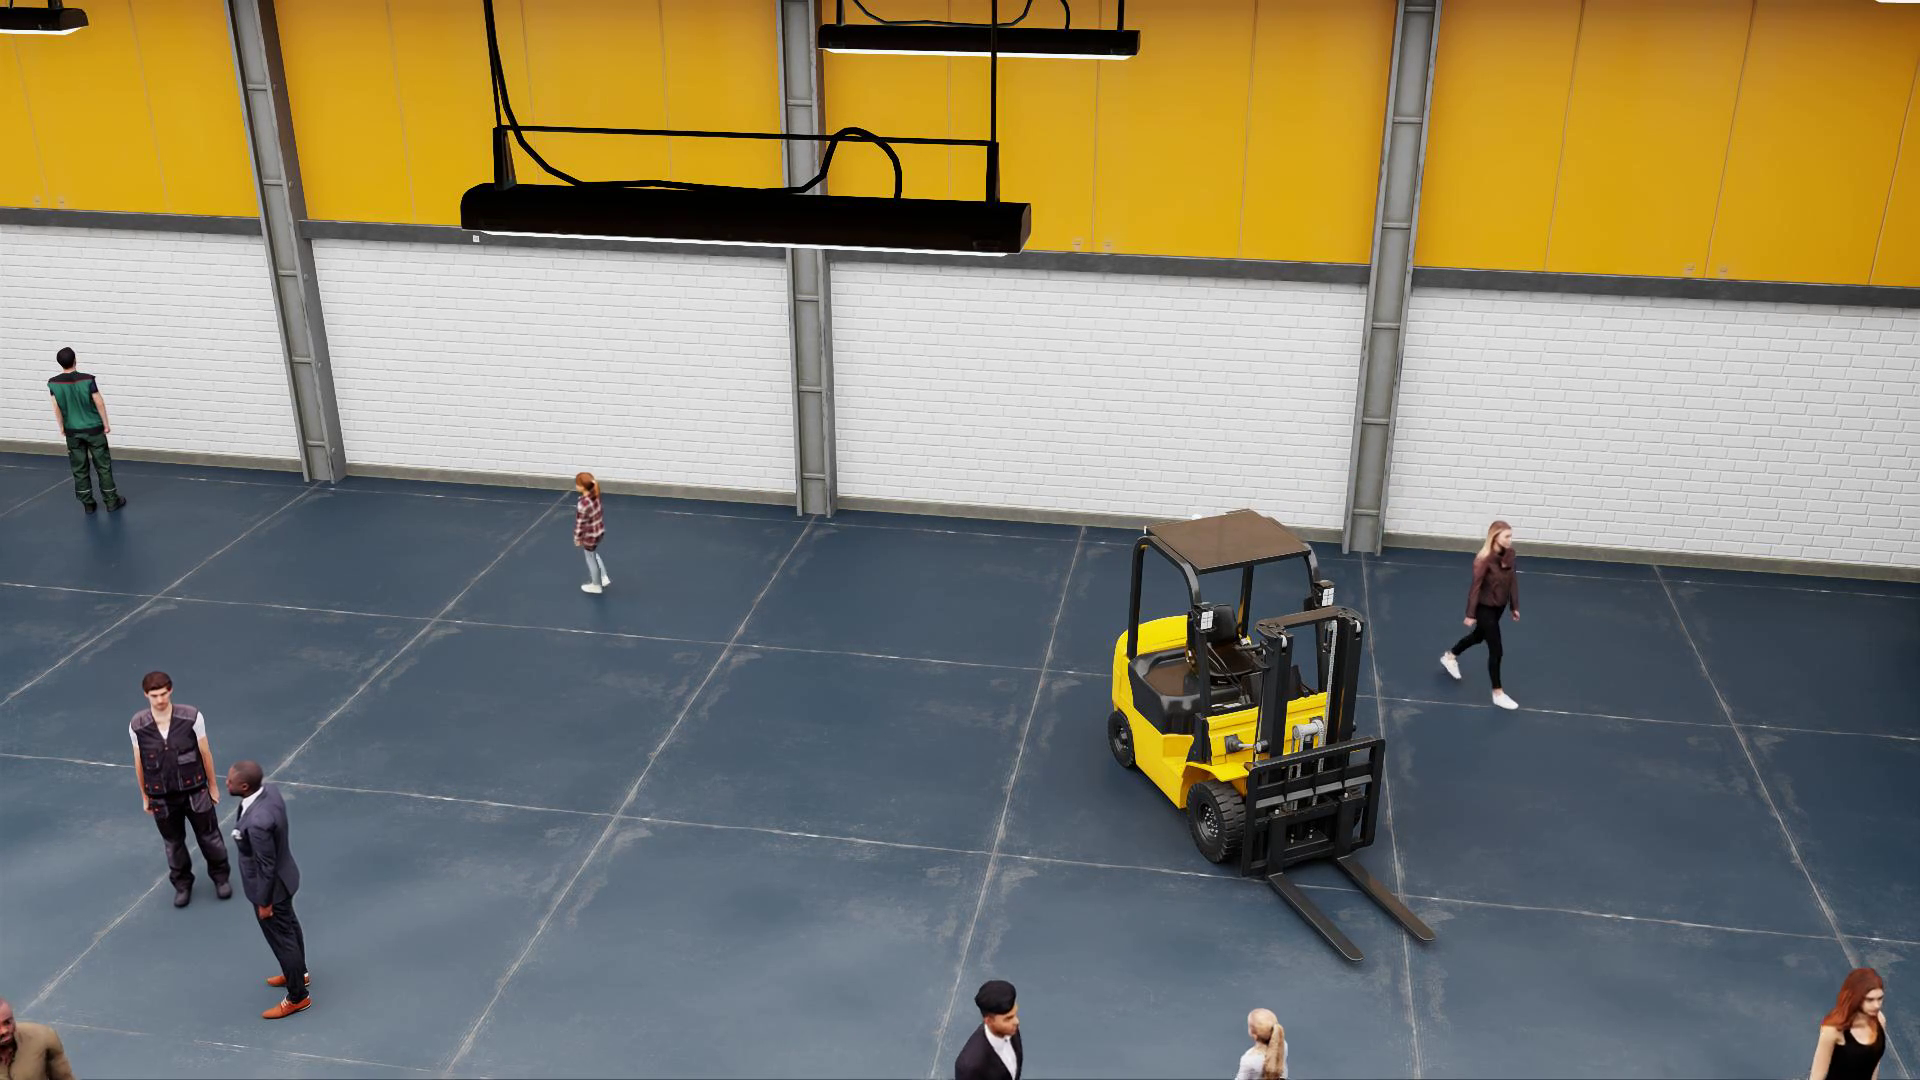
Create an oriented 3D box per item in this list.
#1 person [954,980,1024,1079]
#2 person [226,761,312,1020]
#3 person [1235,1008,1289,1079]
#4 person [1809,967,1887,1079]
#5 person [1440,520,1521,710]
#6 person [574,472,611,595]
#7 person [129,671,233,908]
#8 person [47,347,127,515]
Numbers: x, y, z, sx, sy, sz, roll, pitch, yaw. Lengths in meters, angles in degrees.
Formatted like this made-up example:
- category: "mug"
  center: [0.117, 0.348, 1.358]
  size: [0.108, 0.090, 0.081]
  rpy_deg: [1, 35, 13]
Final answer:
- category: "person"
  center: [0.054, 3.064, 8.738]
  size: [1.285, 1.829, 1.043]
  rpy_deg: [16, 28, 33]
- category: "person"
  center: [-4.432, 2.210, 10.697]
  size: [0.756, 1.824, 0.784]
  rpy_deg: [-6, 24, -14]
- category: "person"
  center: [1.701, 3.158, 9.217]
  size: [0.603, 1.273, 0.668]
  rpy_deg: [-14, 27, -29]
- category: "person"
  center: [4.714, 2.994, 9.039]
  size: [0.843, 1.715, 0.844]
  rpy_deg: [-7, 25, -16]
- category: "person"
  center: [4.590, 0.588, 14.607]
  size: [1.098, 1.665, 1.170]
  rpy_deg: [-16, 28, -33]
- category: "person"
  center: [-3.625, -0.066, 16.557]
  size: [0.578, 1.301, 0.583]
  rpy_deg: [9, 25, 19]
- category: "person"
  center: [-5.511, 1.745, 11.736]
  size: [0.698, 1.844, 0.807]
  rpy_deg: [-8, 25, -18]
- category: "person"
  center: [-9.725, -1.227, 18.463]
  size: [0.657, 1.902, 0.806]
  rpy_deg: [-5, 24, -12]
